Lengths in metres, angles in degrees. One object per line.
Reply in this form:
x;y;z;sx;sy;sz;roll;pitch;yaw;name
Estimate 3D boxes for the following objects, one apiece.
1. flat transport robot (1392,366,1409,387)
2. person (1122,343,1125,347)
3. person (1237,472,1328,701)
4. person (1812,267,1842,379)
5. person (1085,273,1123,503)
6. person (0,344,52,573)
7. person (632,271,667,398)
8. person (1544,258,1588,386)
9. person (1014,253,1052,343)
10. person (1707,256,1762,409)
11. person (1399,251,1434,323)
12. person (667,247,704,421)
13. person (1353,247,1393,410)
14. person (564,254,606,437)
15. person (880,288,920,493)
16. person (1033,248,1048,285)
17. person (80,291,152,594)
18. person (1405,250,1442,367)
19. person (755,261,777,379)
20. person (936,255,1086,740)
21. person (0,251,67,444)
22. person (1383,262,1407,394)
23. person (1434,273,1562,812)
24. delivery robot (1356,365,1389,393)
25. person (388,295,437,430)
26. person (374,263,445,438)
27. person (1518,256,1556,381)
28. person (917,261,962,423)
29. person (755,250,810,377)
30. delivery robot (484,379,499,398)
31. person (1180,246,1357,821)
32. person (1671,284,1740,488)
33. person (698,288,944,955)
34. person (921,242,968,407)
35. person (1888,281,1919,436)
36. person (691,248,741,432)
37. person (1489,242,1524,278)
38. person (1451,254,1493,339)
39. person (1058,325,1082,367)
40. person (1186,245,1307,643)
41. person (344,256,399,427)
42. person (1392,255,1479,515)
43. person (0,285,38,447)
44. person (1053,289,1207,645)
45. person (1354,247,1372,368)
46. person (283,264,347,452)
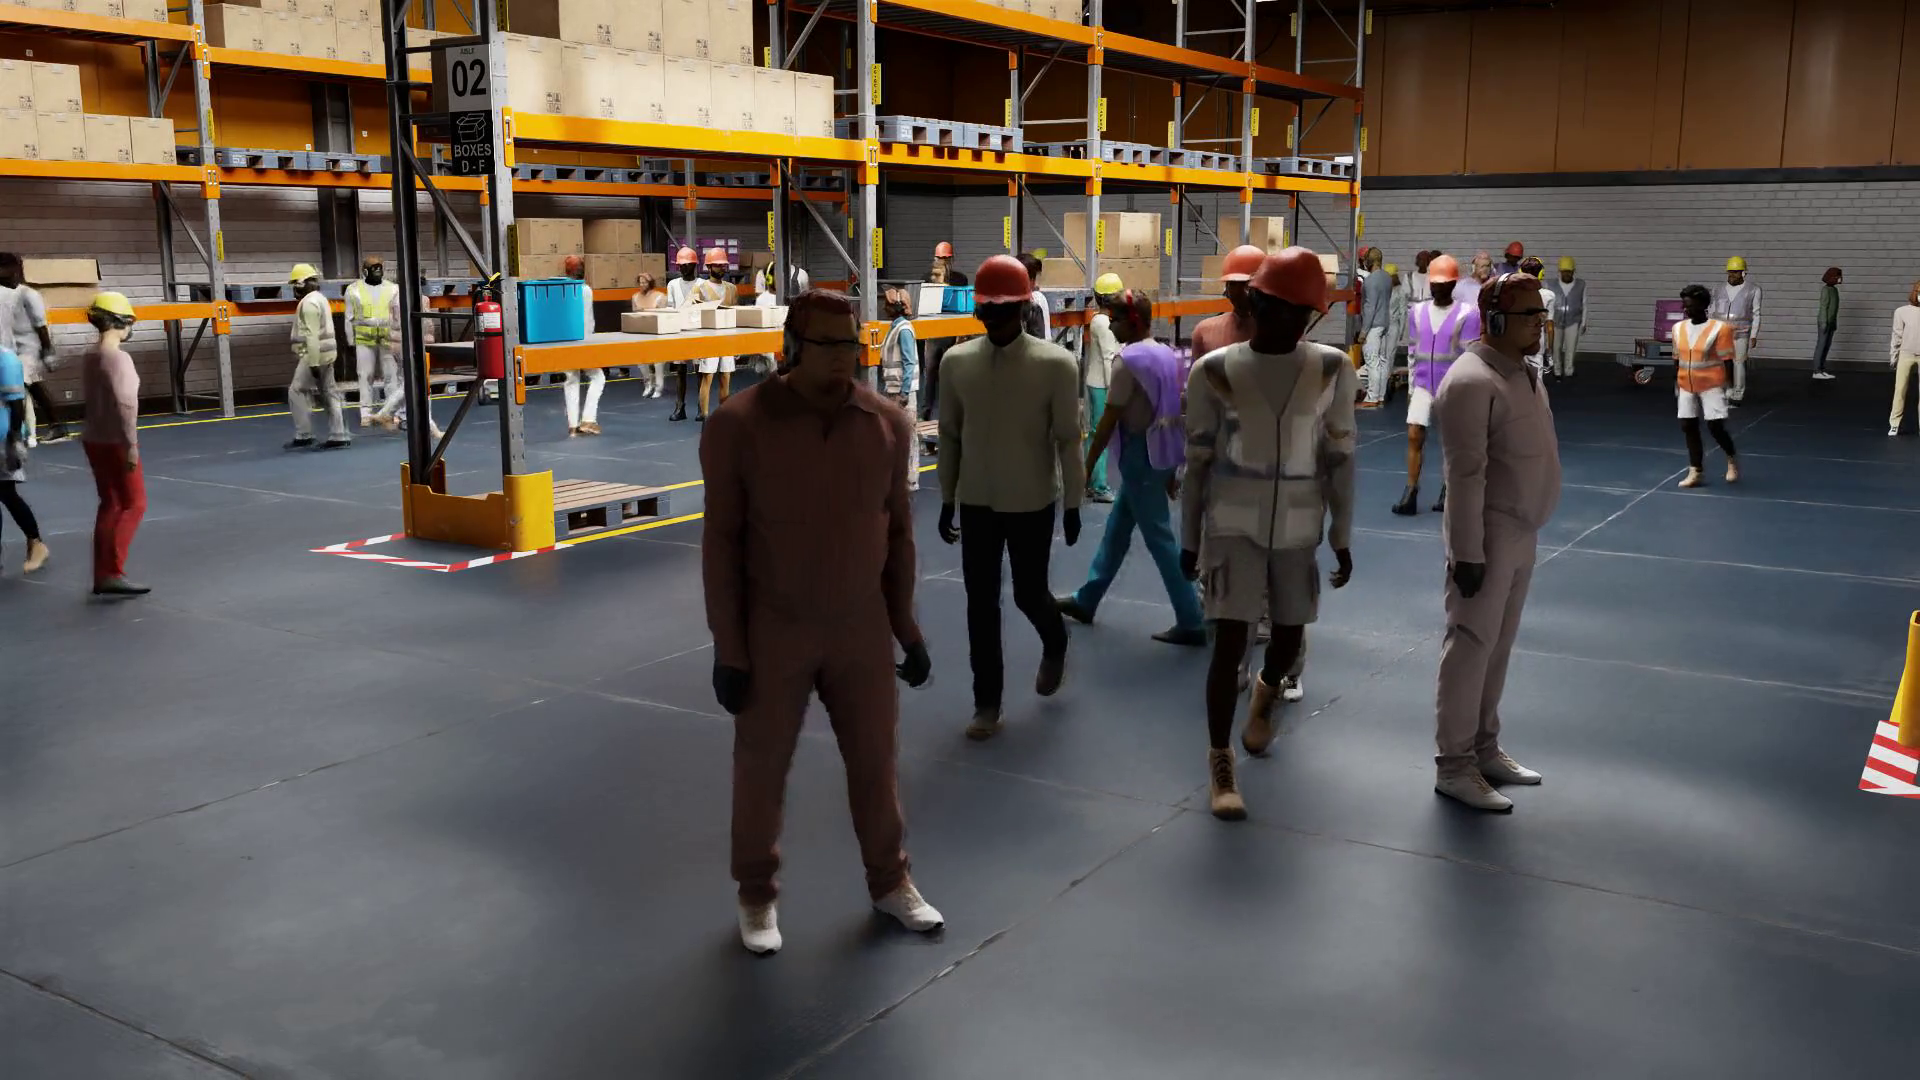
6.006;-2.296;23.258;0.652;0.197;1.431;6;12;31;flat transport robot
2.720;-3.702;26.822;0.637;1.798;0.972;-1;10;-5;person
1.380;-0.106;7.345;0.497;1.633;0.285;4;11;22;person
12.704;-3.169;24.346;0.282;1.626;0.503;10;14;43;person
1.135;-1.172;12.887;0.309;1.769;0.523;-1;10;-5;person
-5.852;-0.623;10.056;0.563;1.697;0.351;5;11;24;person
-3.949;-2.615;21.260;0.530;1.619;0.380;3;11;17;person
8.478;-3.060;23.336;0.604;1.770;0.946;4;11;20;person
0.585;-1.361;13.518;0.371;1.915;0.595;-1;10;-4;person
9.274;-2.487;19.988;0.603;1.830;0.404;9;13;40;person
6.637;-3.218;23.986;0.594;1.854;0.794;3;11;16;person
-3.031;-2.294;18.621;0.542;1.939;0.362;2;10;9;person
4.948;-2.523;19.909;0.370;1.934;0.627;7;12;34;person
-3.898;-1.995;17.131;0.617;1.874;0.498;8;13;37;person
-0.477;-1.192;13.347;0.315;1.640;0.515;-2;11;-13;person
1.182;-3.649;26.256;0.624;1.894;0.565;-7;12;-35;person
-4.870;-0.556;9.580;0.566;1.736;0.456;9;13;40;person
7.555;-3.597;26.052;1.020;1.874;0.718;10;14;44;person
-1.832;-1.788;16.127;0.882;1.839;0.532;3;11;18;person
0.224;-0.192;6.895;0.633;1.972;0.681;4;11;21;person
-9.198;-1.842;16.192;0.601;1.902;1.011;5;12;27;person
5.647;-2.790;21.936;0.504;1.726;0.503;7;12;34;person
1.946;-0.001;6.009;0.409;1.907;0.651;7;12;35;person
5.168;-2.053;20.867;0.477;0.478;0.707;4;11;22;delivery robot
-5.847;-2.059;17.801;0.317;1.767;0.535;7;12;33;person
-5.639;-1.935;17.006;0.667;1.825;0.639;-3;11;-15;person
5.451;-1.784;15.988;0.507;1.872;0.329;4;11;20;person
-0.204;-2.097;17.943;0.527;1.794;0.955;6;12;29;person
-2.230;-2.760;20.921;0.689;2.000;0.539;-1;10;-6;person
-5.699;-2.002;20.580;0.477;0.478;0.707;-2;10;-11;delivery robot
1.103;-0.064;6.090;0.610;2.015;0.871;0;10;-1;person
6.081;-1.245;13.554;0.575;1.674;0.541;-6;12;-31;person
-0.393;0.239;4.746;0.674;1.893;0.406;-5;11;-27;person
-0.195;-2.607;20.198;0.611;1.996;0.378;-1;10;-7;person
9.853;-1.864;17.122;0.497;1.625;0.287;6;12;31;person
-2.542;-2.085;17.456;0.545;1.942;0.354;-9;14;-41;person
8.062;-3.400;24.619;0.695;1.982;0.894;1;10;6;person
5.777;-2.219;18.412;0.673;1.855;0.960;0;10;-2;person
1.765;-3.717;26.508;0.629;1.940;0.376;3;11;19;person
1.429;-0.475;8.385;0.612;1.995;0.393;5;11;25;person
-6.352;-2.153;18.105;0.633;1.845;0.429;-5;11;-24;person
3.481;-1.114;12.179;0.562;1.897;0.893;8;13;36;person
-9.276;-1.813;16.153;0.532;1.868;0.310;-10;14;-43;person
0.866;-0.376;8.454;0.973;1.777;0.554;5;11;25;person
6.182;-3.503;25.381;0.466;1.923;0.554;9;14;42;person
-6.271;-1.744;15.979;0.703;1.790;0.602;-1;10;-6;person
